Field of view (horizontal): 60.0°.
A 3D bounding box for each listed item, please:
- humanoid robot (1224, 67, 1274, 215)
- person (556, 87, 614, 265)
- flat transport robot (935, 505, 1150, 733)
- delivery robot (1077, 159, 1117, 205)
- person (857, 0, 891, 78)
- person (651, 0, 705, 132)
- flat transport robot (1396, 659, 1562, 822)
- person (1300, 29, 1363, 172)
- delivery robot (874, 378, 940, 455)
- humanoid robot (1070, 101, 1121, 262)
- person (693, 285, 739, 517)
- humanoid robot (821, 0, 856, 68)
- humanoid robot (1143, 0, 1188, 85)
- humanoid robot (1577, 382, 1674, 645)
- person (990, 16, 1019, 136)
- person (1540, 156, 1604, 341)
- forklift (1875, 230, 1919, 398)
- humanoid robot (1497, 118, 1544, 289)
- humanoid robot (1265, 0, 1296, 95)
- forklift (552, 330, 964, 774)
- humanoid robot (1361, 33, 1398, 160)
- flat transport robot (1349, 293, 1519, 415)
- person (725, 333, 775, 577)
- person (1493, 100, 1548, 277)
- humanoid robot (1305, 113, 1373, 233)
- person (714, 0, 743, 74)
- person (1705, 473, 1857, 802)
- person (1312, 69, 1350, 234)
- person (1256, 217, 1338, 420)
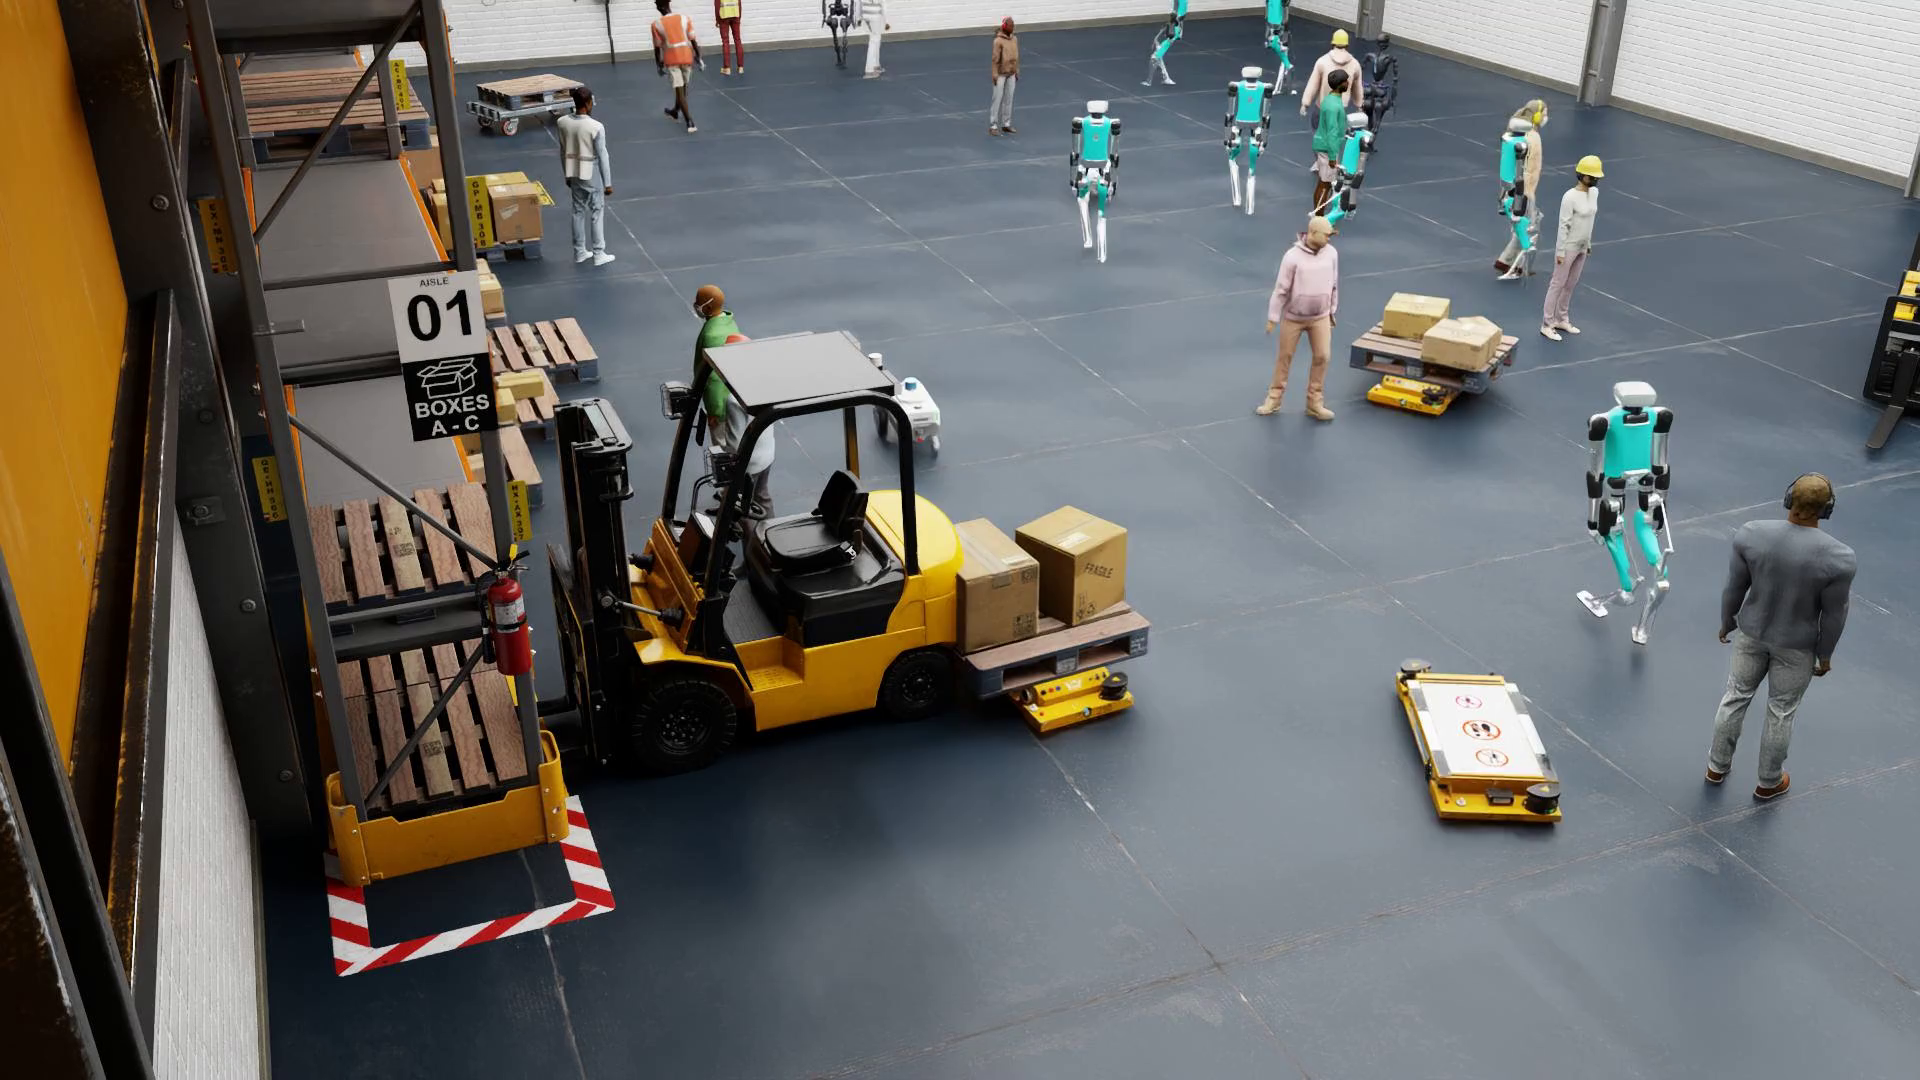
[{"bbox_3d":[3.419,-4.793,19.928,0.538,1.808,0.760,3,27,6],"label":"humanoid robot"},{"bbox_3d":[-4.036,-3.915,17.956,0.596,1.907,0.408,11,29,21],"label":"person"},{"bbox_3d":[0.432,0.730,10.536,0.659,0.231,1.431,-13,29,-24],"label":"flat transport robot"},{"bbox_3d":[1.705,-4.489,20.590,0.499,0.587,0.788,1,27,2],"label":"delivery robot"},{"bbox_3d":[-1.346,-8.522,27.159,0.683,1.861,0.612,-23,35,-38],"label":"person"},{"bbox_3d":[-4.065,-6.870,23.841,0.675,1.889,0.981,-15,30,-27],"label":"person"},{"bbox_3d":[2.998,1.153,9.695,0.659,0.231,1.431,2,27,3],"label":"flat transport robot"},{"bbox_3d":[4.761,-5.577,21.306,0.808,1.853,0.519,0,27,0],"label":"person"},{"bbox_3d":[-0.413,-1.050,13.778,0.499,0.613,0.790,-7,27,-13],"label":"delivery robot"},{"bbox_3d":[1.465,-3.966,18.277,0.538,1.800,0.809,1,27,3],"label":"humanoid robot"},{"bbox_3d":[-1.773,-1.036,12.378,0.389,1.778,0.535,0,27,1],"label":"person"},{"bbox_3d":[-2.049,-8.774,27.886,0.589,1.634,0.630,2,27,4],"label":"humanoid robot"},{"bbox_3d":[3.235,-8.070,26.526,0.809,1.883,0.544,12,29,22],"label":"humanoid robot"},{"bbox_3d":[4.268,-0.082,10.510,0.578,1.734,0.954,-3,27,-6],"label":"humanoid robot"},{"bbox_3d":[0.627,-6.567,23.521,0.463,1.646,0.312,-21,34,-36],"label":"person"},{"bbox_3d":[5.873,-2.791,15.873,0.534,1.765,0.316,-20,33,-35],"label":"person"},{"bbox_3d":[9.029,-2.397,14.618,1.214,2.155,2.313,18,32,32],"label":"forklift"},{"bbox_3d":[5.886,-3.425,17.291,0.714,1.901,0.543,-1,27,-2],"label":"humanoid robot"},{"bbox_3d":[5.077,-7.720,25.839,0.765,1.897,0.544,-13,30,-24],"label":"humanoid robot"},{"bbox_3d":[-1.094,0.010,9.831,2.313,2.155,1.214,-10,28,-20],"label":"forklift"},{"bbox_3d":[5.558,-5.946,22.305,0.590,1.633,0.769,18,32,32],"label":"humanoid robot"},{"bbox_3d":[4.233,-1.486,14.943,0.659,0.231,1.431,17,31,30],"label":"flat transport robot"},{"bbox_3d":[-1.472,-0.590,11.525,0.351,1.737,0.571,9,28,18],"label":"person"},{"bbox_3d":[5.961,-3.694,17.554,0.508,1.865,0.574,5,27,9],"label":"person"},{"bbox_3d":[3.858,-3.520,17.443,0.773,1.863,0.540,-3,27,-6],"label":"humanoid robot"},{"bbox_3d":[-3.806,-8.580,27.385,0.466,1.768,0.380,-11,29,-21],"label":"person"},{"bbox_3d":[4.451,0.535,9.074,0.626,1.934,0.373,21,34,36],"label":"person"},{"bbox_3d":[4.234,-4.460,19.097,0.395,1.854,0.496,3,27,6],"label":"person"},{"bbox_3d":[2.883,-1.868,14.058,0.655,1.766,0.501,-2,27,-5],"label":"person"}]
